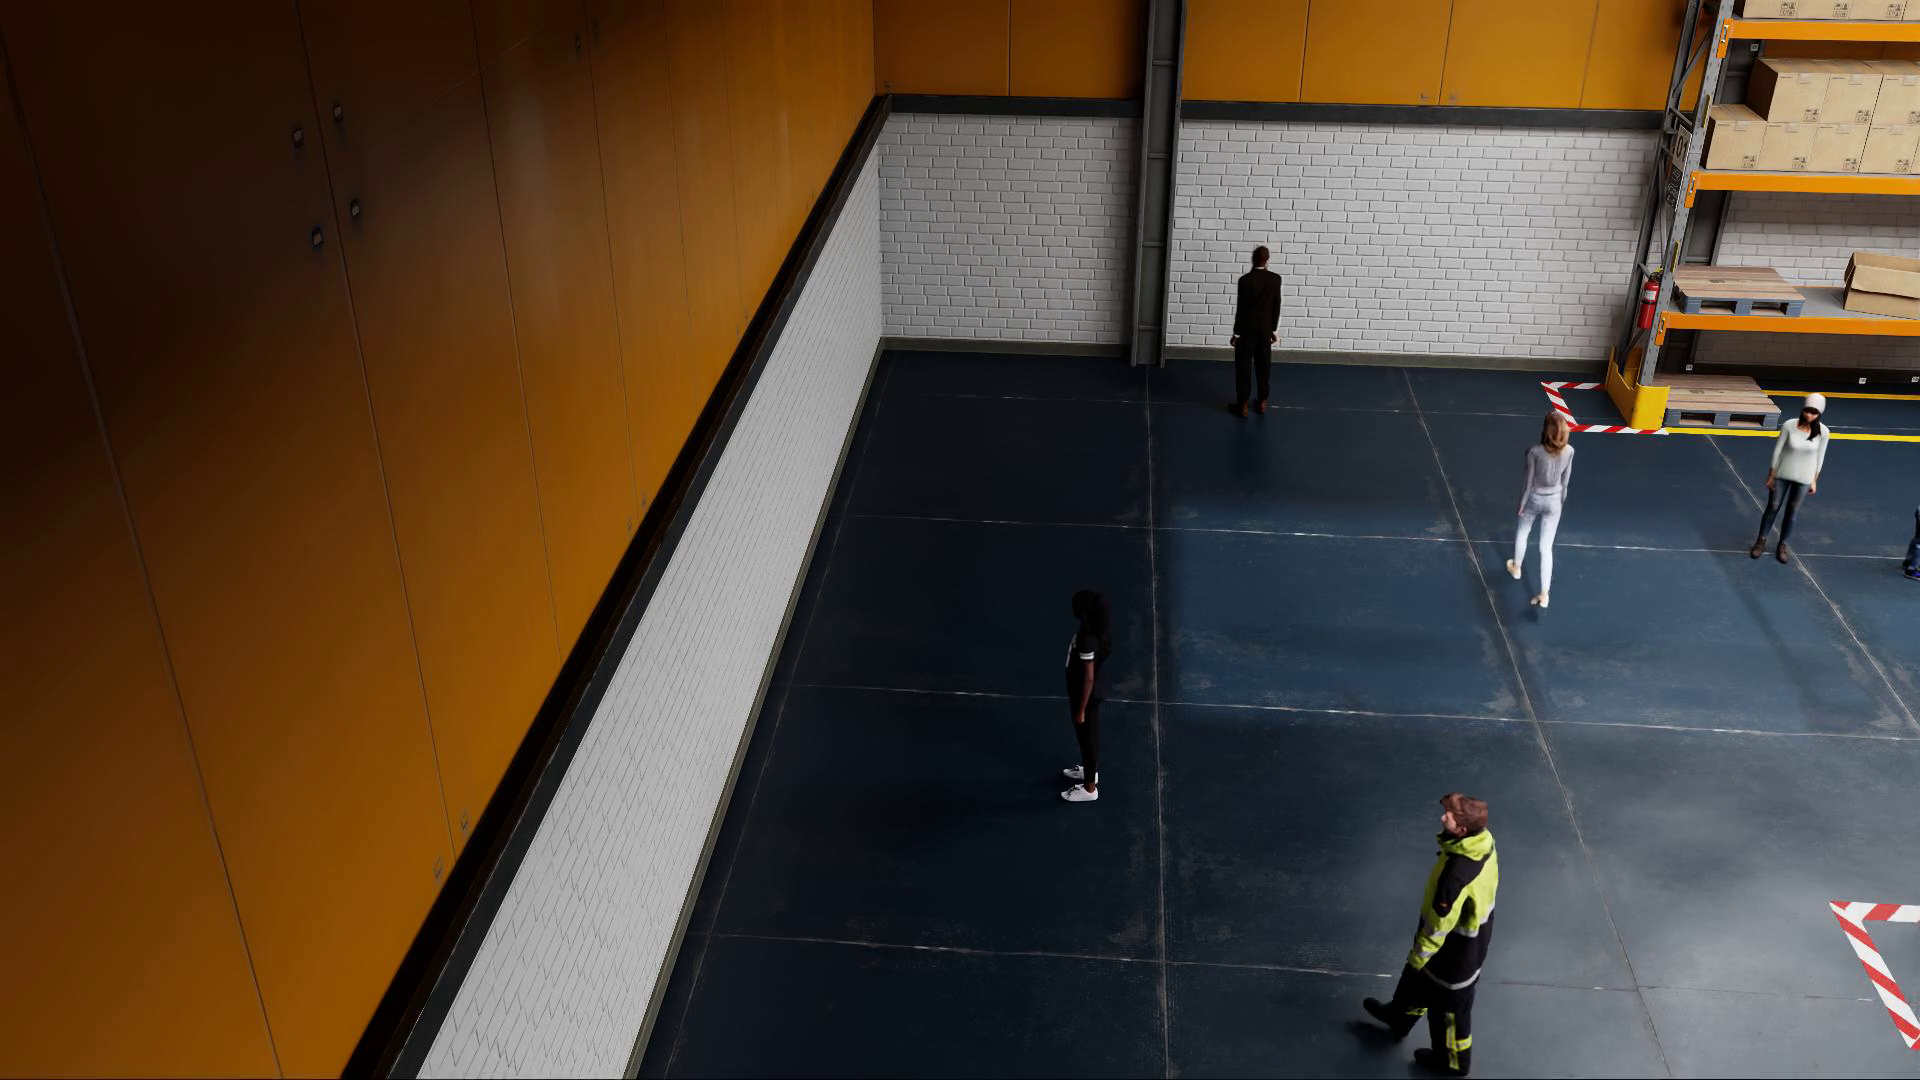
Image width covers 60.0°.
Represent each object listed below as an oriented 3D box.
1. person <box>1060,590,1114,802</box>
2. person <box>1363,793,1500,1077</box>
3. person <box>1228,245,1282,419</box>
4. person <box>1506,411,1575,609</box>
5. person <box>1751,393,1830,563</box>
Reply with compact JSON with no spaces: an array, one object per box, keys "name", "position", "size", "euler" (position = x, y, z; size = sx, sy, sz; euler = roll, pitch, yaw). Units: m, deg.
[{"name":"person","position":[0.915,1.105,12.003],"size":[0.583,1.737,0.621],"euler":[5,29,10]},{"name":"person","position":[2.911,2.307,9.568],"size":[1.113,1.957,1.011],"euler":[16,32,26]},{"name":"person","position":[3.192,-2.269,18.012],"size":[0.680,1.904,0.825],"euler":[-7,29,-13]},{"name":"person","position":[5.083,-0.240,14.452],"size":[1.151,1.751,0.739],"euler":[0,29,-1]},{"name":"person","position":[7.610,-0.592,15.200],"size":[0.527,1.653,0.684],"euler":[11,30,19]}]
